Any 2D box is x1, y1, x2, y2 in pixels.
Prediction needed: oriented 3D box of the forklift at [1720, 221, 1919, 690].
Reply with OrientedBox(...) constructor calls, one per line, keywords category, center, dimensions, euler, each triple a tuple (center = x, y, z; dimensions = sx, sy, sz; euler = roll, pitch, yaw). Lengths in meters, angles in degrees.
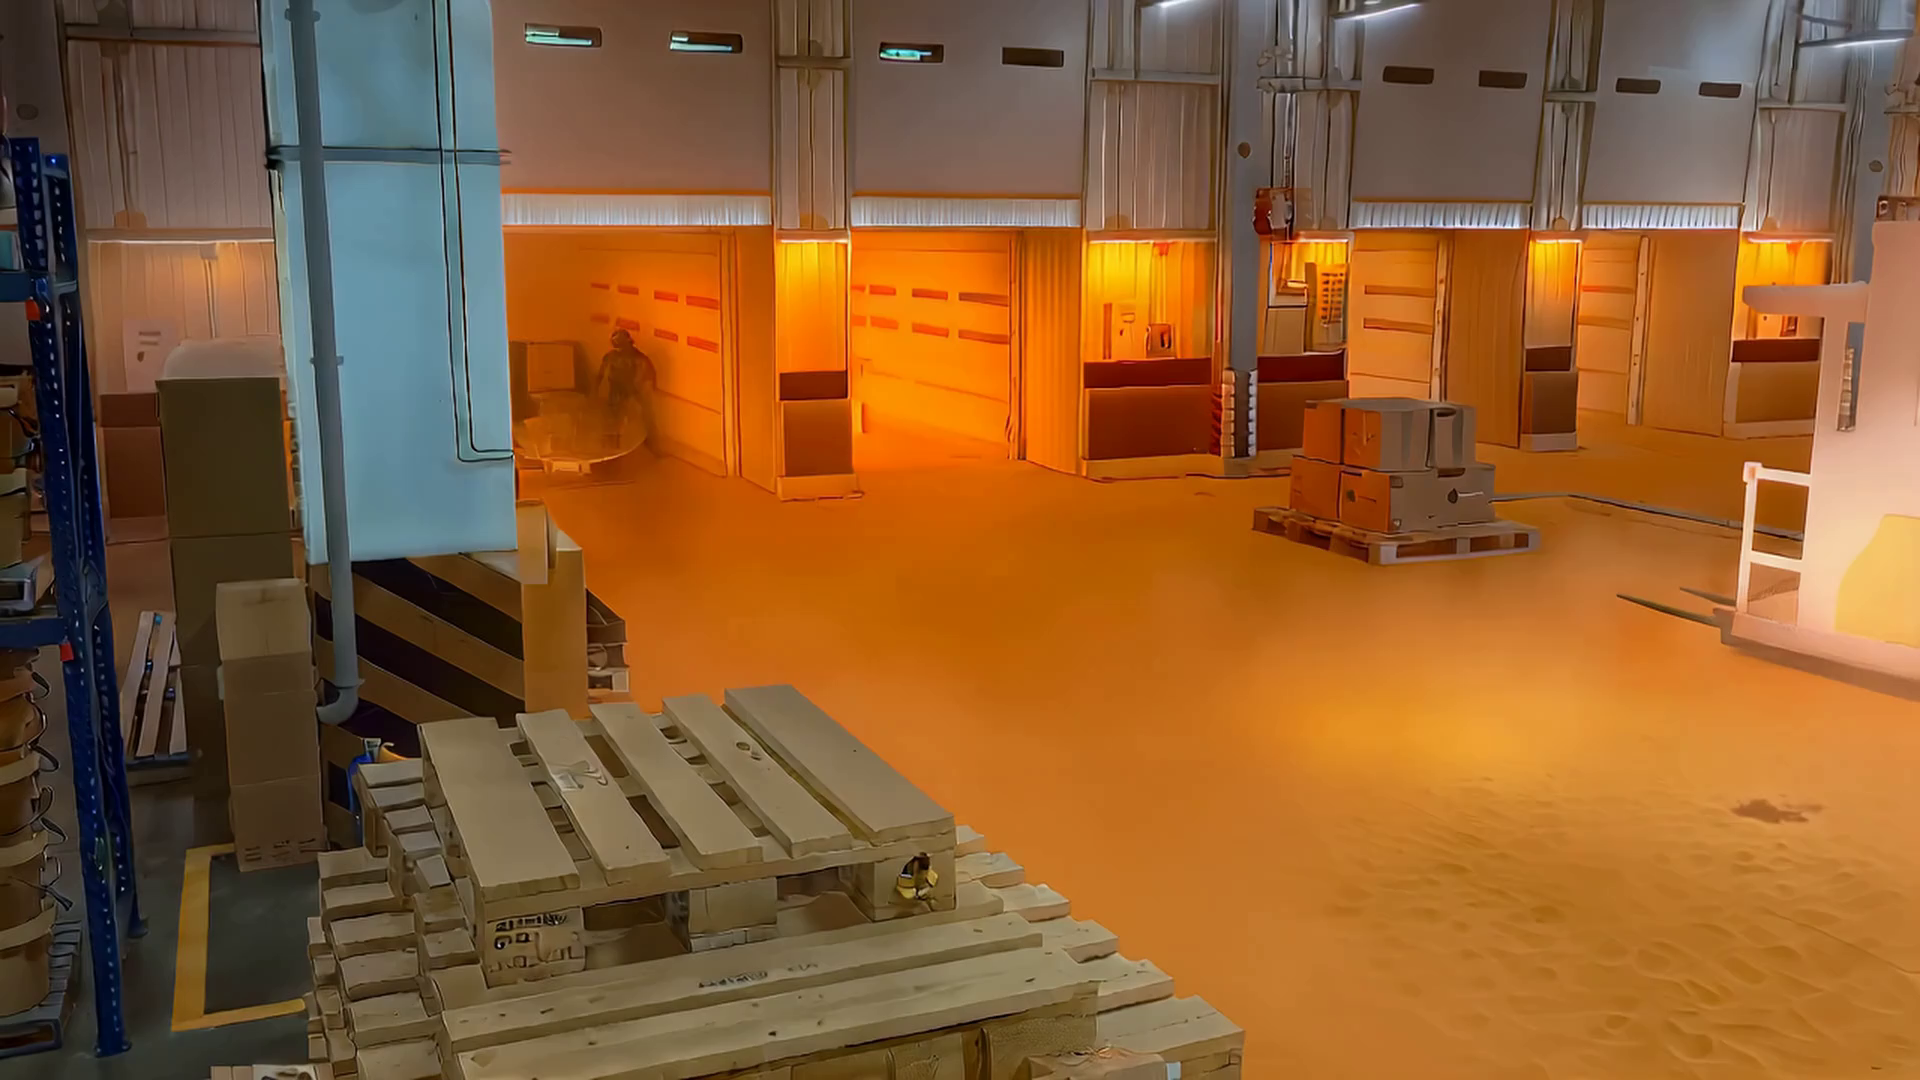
OrientedBox(category="forklift", center=(5.949, -0.550, 10.218), dimensions=(1.129, 2.768, 1.873), euler=(-4, 11, -23))
